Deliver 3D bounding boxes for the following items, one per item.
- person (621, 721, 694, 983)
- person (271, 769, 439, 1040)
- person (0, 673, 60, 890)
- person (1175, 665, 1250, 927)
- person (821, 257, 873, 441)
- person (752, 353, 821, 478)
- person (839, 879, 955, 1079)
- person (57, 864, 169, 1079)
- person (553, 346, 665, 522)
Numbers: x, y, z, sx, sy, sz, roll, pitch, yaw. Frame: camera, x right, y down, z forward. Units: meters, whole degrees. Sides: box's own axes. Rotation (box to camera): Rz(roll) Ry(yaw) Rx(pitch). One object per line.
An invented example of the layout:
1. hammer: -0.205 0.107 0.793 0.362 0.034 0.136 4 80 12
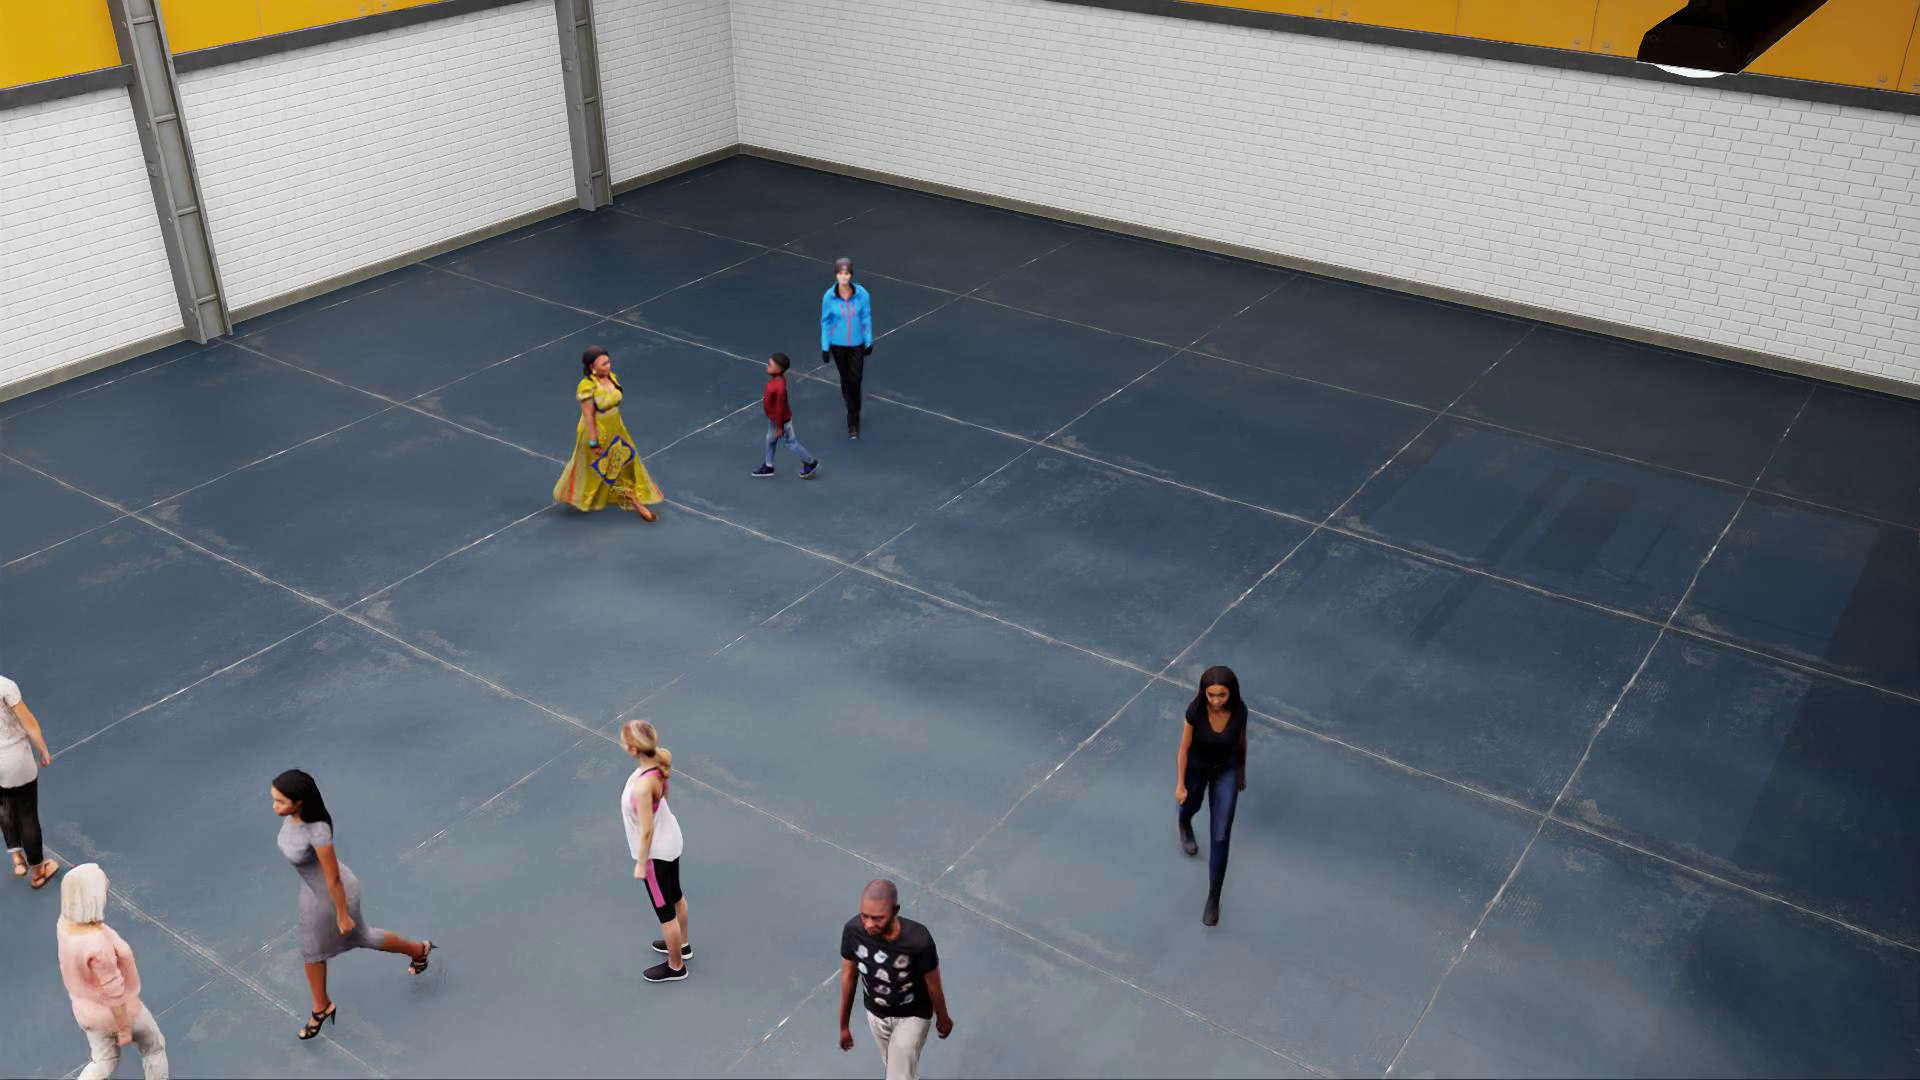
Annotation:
1. person: -1.723 1.774 9.552 0.741 1.787 0.614 4 29 6
2. person: -3.406 1.958 9.266 1.127 1.738 0.724 -25 38 -38
3. person: -5.889 1.412 10.186 0.754 1.816 0.813 -5 29 -9
4. person: 1.526 1.425 10.295 1.072 1.689 1.274 -2 29 -3
5. person: -1.099 -1.939 16.374 0.933 1.772 1.062 1 29 2
6. person: -1.610 -1.146 15.477 0.906 1.239 0.837 -6 29 -10
7. person: -0.276 2.367 8.477 0.782 1.775 0.970 11 30 19
8. person: -4.404 2.429 8.450 0.605 1.693 0.986 21 35 34
9. person: -3.231 -0.925 14.681 0.912 1.612 1.214 12 31 21
